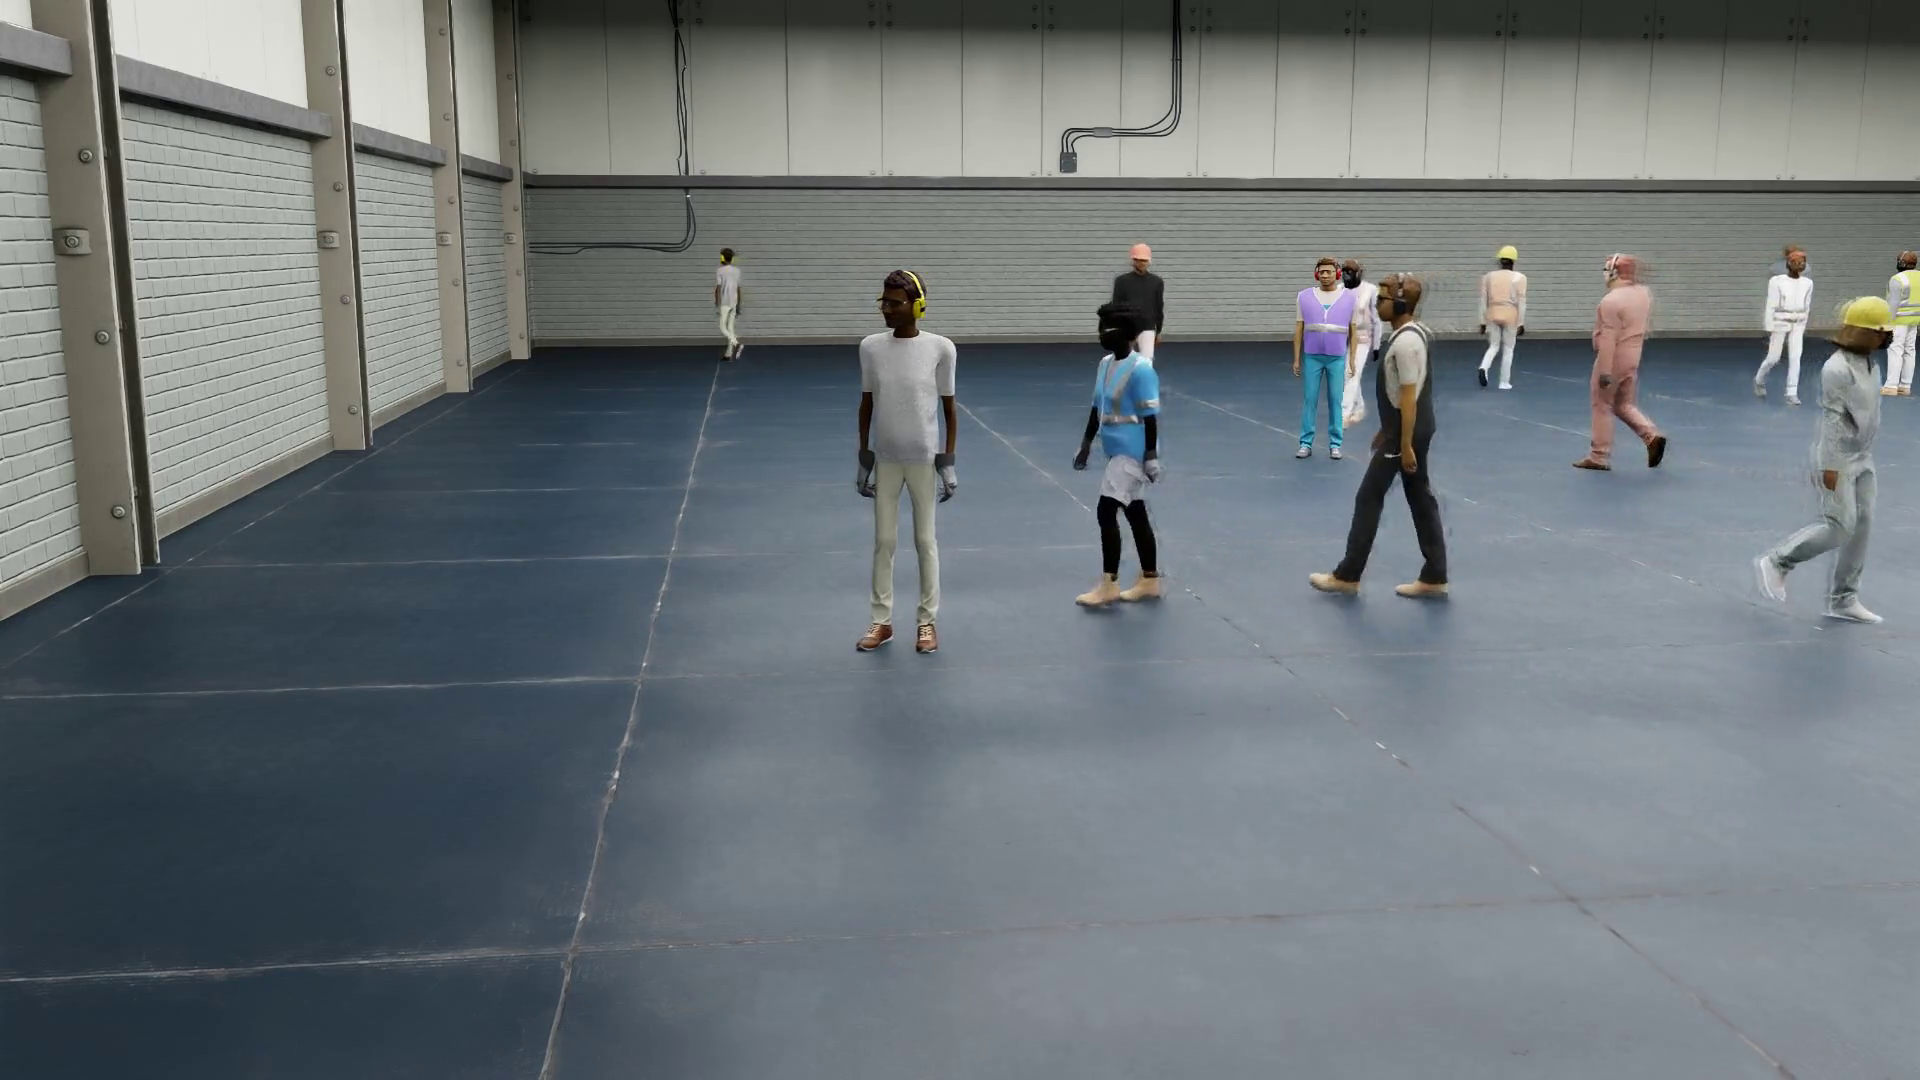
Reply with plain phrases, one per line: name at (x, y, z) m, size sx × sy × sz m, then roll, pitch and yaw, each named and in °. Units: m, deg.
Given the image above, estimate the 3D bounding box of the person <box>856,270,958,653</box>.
person at (-0.261, -0.375, 8.115) m, size 0.517 × 1.865 × 0.334 m, roll 2°, pitch 11°, yaw 13°

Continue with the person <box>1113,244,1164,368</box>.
person at (2.086, -2.496, 19.553) m, size 0.616 × 1.945 × 1.043 m, roll 1°, pitch 10°, yaw 3°

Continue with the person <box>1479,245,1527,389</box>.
person at (7.153, -2.923, 21.961) m, size 0.592 × 1.910 × 0.611 m, roll 9°, pitch 14°, yaw 41°

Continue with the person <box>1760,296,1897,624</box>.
person at (4.615, -0.426, 8.767) m, size 0.496 × 1.718 × 0.508 m, roll -7°, pitch 13°, yaw -34°

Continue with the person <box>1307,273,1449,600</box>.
person at (2.372, -0.572, 9.305) m, size 0.873 × 1.812 × 0.505 m, roll 5°, pitch 11°, yaw 24°

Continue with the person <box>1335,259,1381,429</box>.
person at (4.203, -2.110, 17.832) m, size 0.642 × 1.800 × 0.957 m, roll 9°, pitch 13°, yaw 40°

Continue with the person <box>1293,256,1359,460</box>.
person at (3.338, -1.660, 15.203) m, size 0.570 × 1.844 × 0.377 m, roll 3°, pitch 11°, yaw 16°

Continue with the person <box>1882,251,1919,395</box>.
person at (12.056, -2.772, 21.318) m, size 0.625 × 1.844 × 0.429 m, roll -5°, pitch 11°, yaw -24°

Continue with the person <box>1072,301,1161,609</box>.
person at (0.831, -0.460, 9.105) m, size 0.684 × 1.669 × 0.533 m, roll -2°, pitch 11°, yaw -13°

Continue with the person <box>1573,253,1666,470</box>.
person at (5.702, -1.518, 14.312) m, size 0.663 × 1.888 × 0.674 m, roll -8°, pitch 13°, yaw -38°

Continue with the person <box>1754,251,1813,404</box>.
person at (10.100, -2.609, 20.391) m, size 0.580 × 1.858 × 0.803 m, roll 0°, pitch 10°, yaw -1°

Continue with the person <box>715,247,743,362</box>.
person at (-3.709, -3.786, 26.847) m, size 0.608 × 1.858 × 0.510 m, roll 9°, pitch 14°, yaw 42°

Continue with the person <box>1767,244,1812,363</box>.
person at (13.373, -3.807, 26.838) m, size 0.672 × 1.889 × 0.991 m, roll 7°, pitch 13°, yaw 34°
